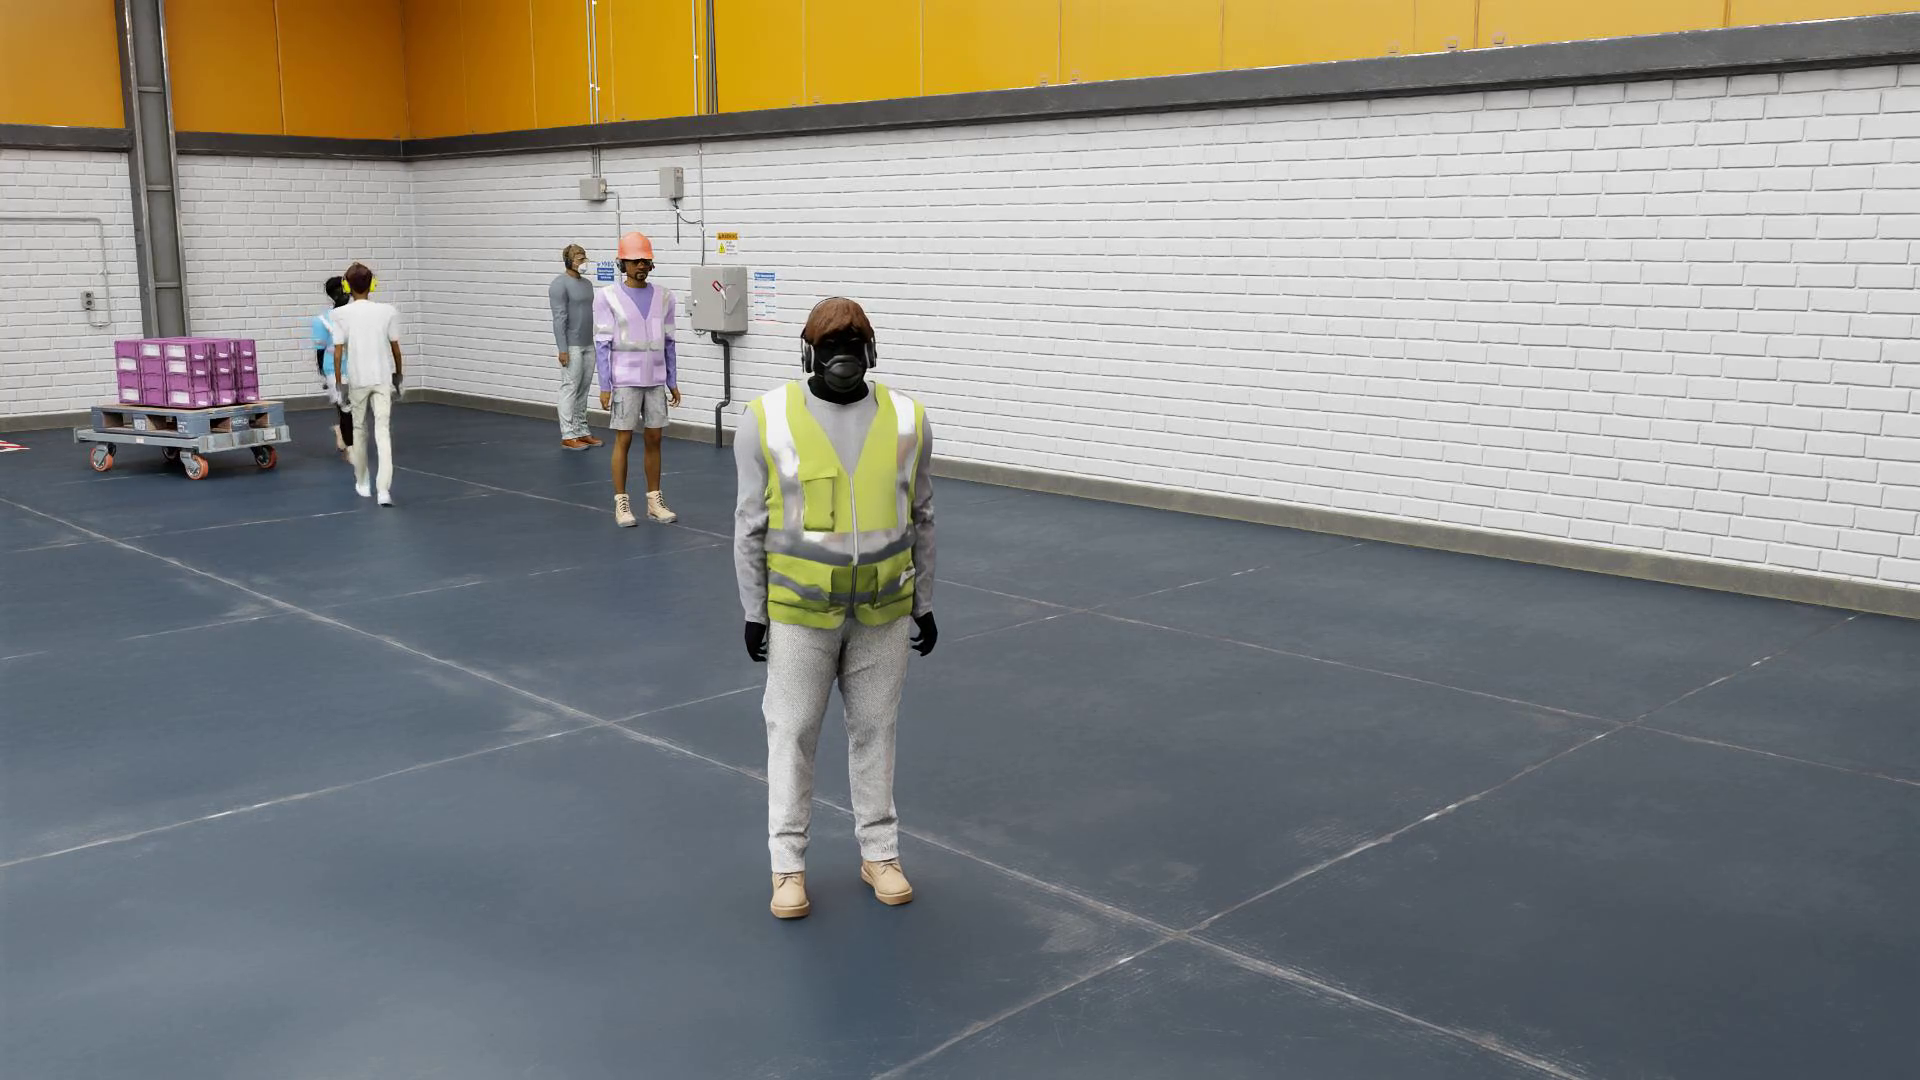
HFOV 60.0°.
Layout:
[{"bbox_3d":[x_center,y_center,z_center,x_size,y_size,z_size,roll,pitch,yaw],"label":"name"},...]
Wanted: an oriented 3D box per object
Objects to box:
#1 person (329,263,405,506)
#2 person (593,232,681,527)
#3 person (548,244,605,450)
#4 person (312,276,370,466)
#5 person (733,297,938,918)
[{"bbox_3d":[-4.476,-1.180,12.605,0.518,1.821,0.994,-4,11,-20],"label":"person"},{"bbox_3d":[-2.234,-1.115,11.616,0.614,2.043,0.373,-8,13,-36],"label":"person"},{"bbox_3d":[-3.639,-1.829,15.797,0.361,1.938,0.635,3,11,16],"label":"person"},{"bbox_3d":[-5.485,-1.504,14.754,0.654,1.678,0.539,9,14,41],"label":"person"},{"bbox_3d":[-0.358,0.202,4.984,0.621,1.845,0.429,-3,11,-17],"label":"person"}]
